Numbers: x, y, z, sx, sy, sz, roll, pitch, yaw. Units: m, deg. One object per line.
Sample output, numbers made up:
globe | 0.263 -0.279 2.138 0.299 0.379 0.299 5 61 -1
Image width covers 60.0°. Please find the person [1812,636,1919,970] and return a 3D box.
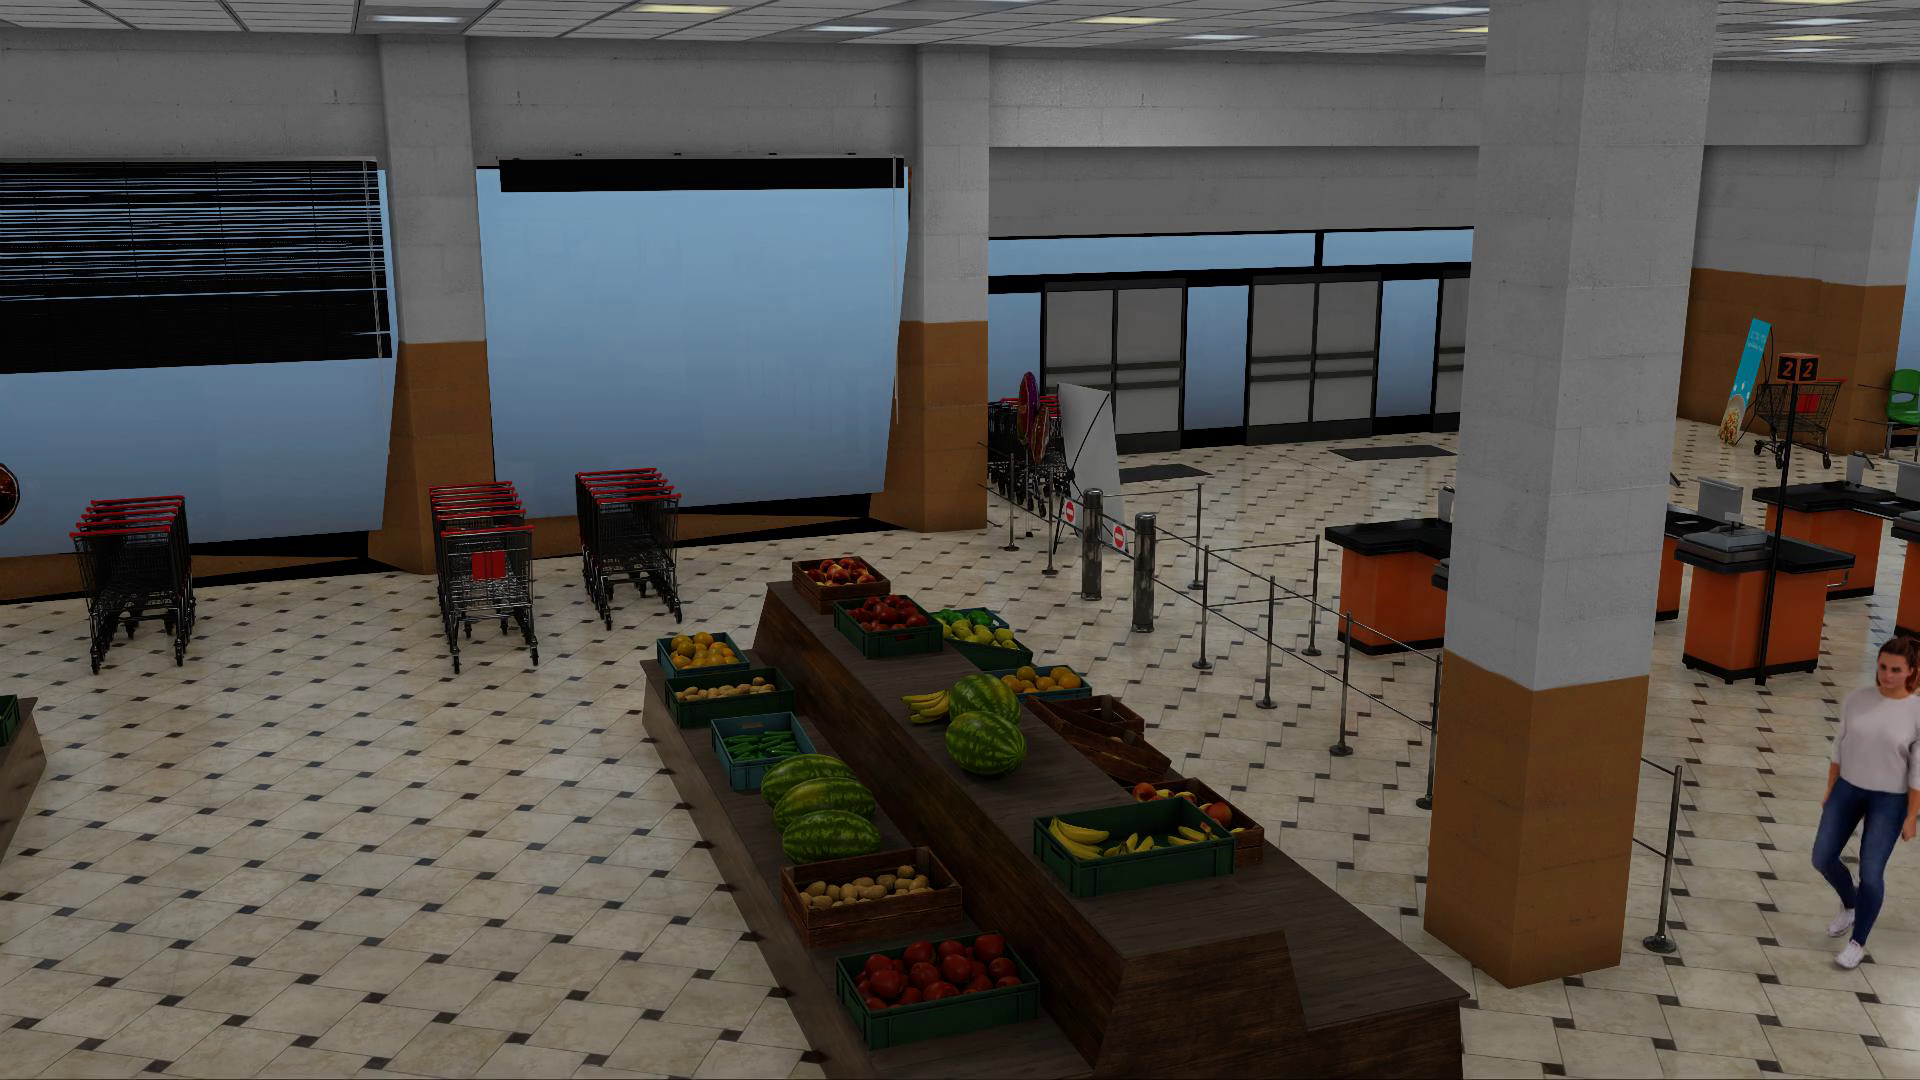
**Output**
person | 4.628 1.300 8.390 0.790 1.718 0.703 -10 17 -36
